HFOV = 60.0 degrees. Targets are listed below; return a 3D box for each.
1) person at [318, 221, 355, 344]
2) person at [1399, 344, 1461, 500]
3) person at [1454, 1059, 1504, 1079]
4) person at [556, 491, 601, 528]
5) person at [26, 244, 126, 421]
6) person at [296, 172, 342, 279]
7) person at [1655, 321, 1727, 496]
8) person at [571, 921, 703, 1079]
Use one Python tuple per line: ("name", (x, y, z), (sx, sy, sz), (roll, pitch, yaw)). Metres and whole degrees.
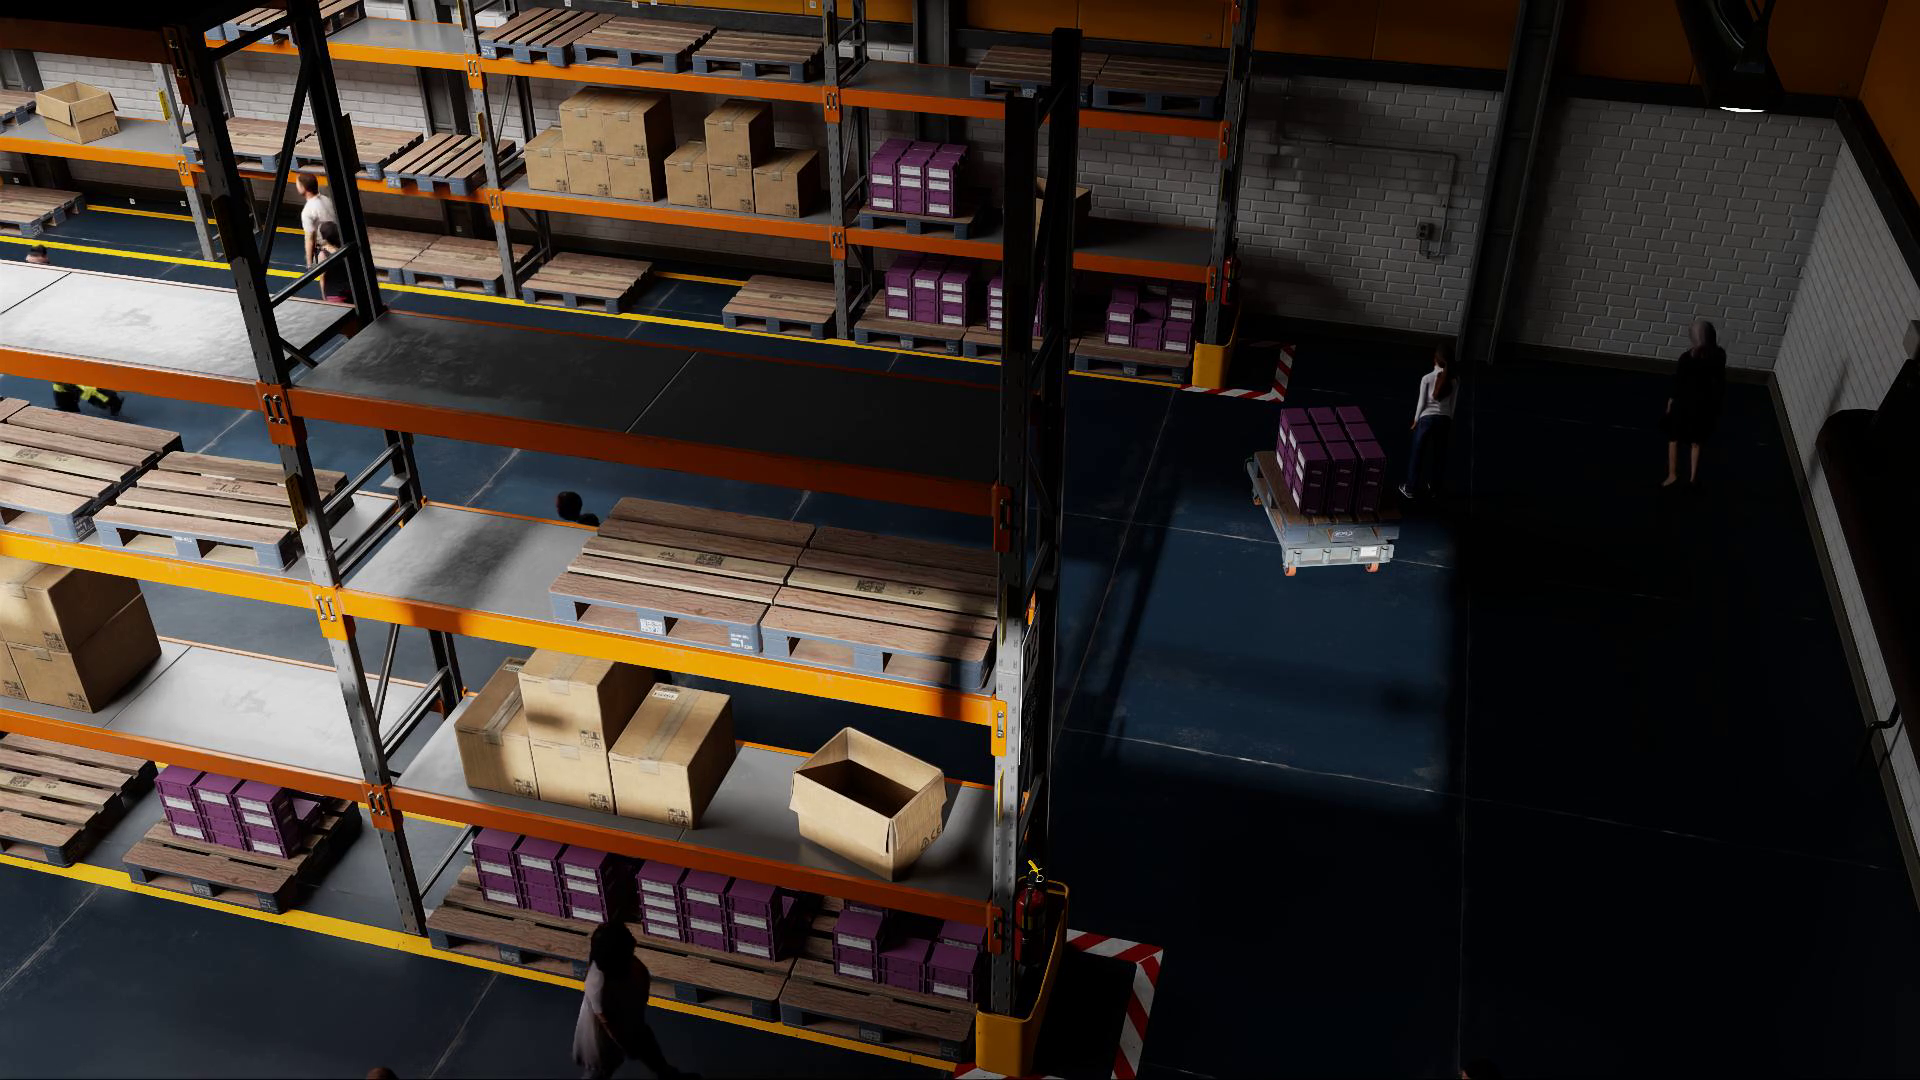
("person", (-6.444, -2.568, 17.411), (0.916, 1.520, 1.081), (-27, 42, -34))
("person", (4.309, -1.080, 15.141), (0.551, 1.555, 0.651), (-1, 34, -2))
("person", (2.557, 3.230, 8.495), (0.673, 1.733, 0.632), (-14, 36, -20))
("person", (-2.798, 0.405, 12.695), (0.971, 1.789, 0.768), (14, 36, 20))
("person", (-8.728, -1.988, 16.252), (1.178, 1.837, 0.985), (-4, 34, -6))
("person", (-6.702, -3.068, 17.871), (0.683, 1.844, 0.721), (5, 34, 7))
("person", (6.736, -1.181, 15.138), (0.619, 1.725, 0.832), (8, 34, 11))
("person", (-2.051, 2.726, 9.405), (1.068, 1.566, 0.802), (0, 34, -1))
